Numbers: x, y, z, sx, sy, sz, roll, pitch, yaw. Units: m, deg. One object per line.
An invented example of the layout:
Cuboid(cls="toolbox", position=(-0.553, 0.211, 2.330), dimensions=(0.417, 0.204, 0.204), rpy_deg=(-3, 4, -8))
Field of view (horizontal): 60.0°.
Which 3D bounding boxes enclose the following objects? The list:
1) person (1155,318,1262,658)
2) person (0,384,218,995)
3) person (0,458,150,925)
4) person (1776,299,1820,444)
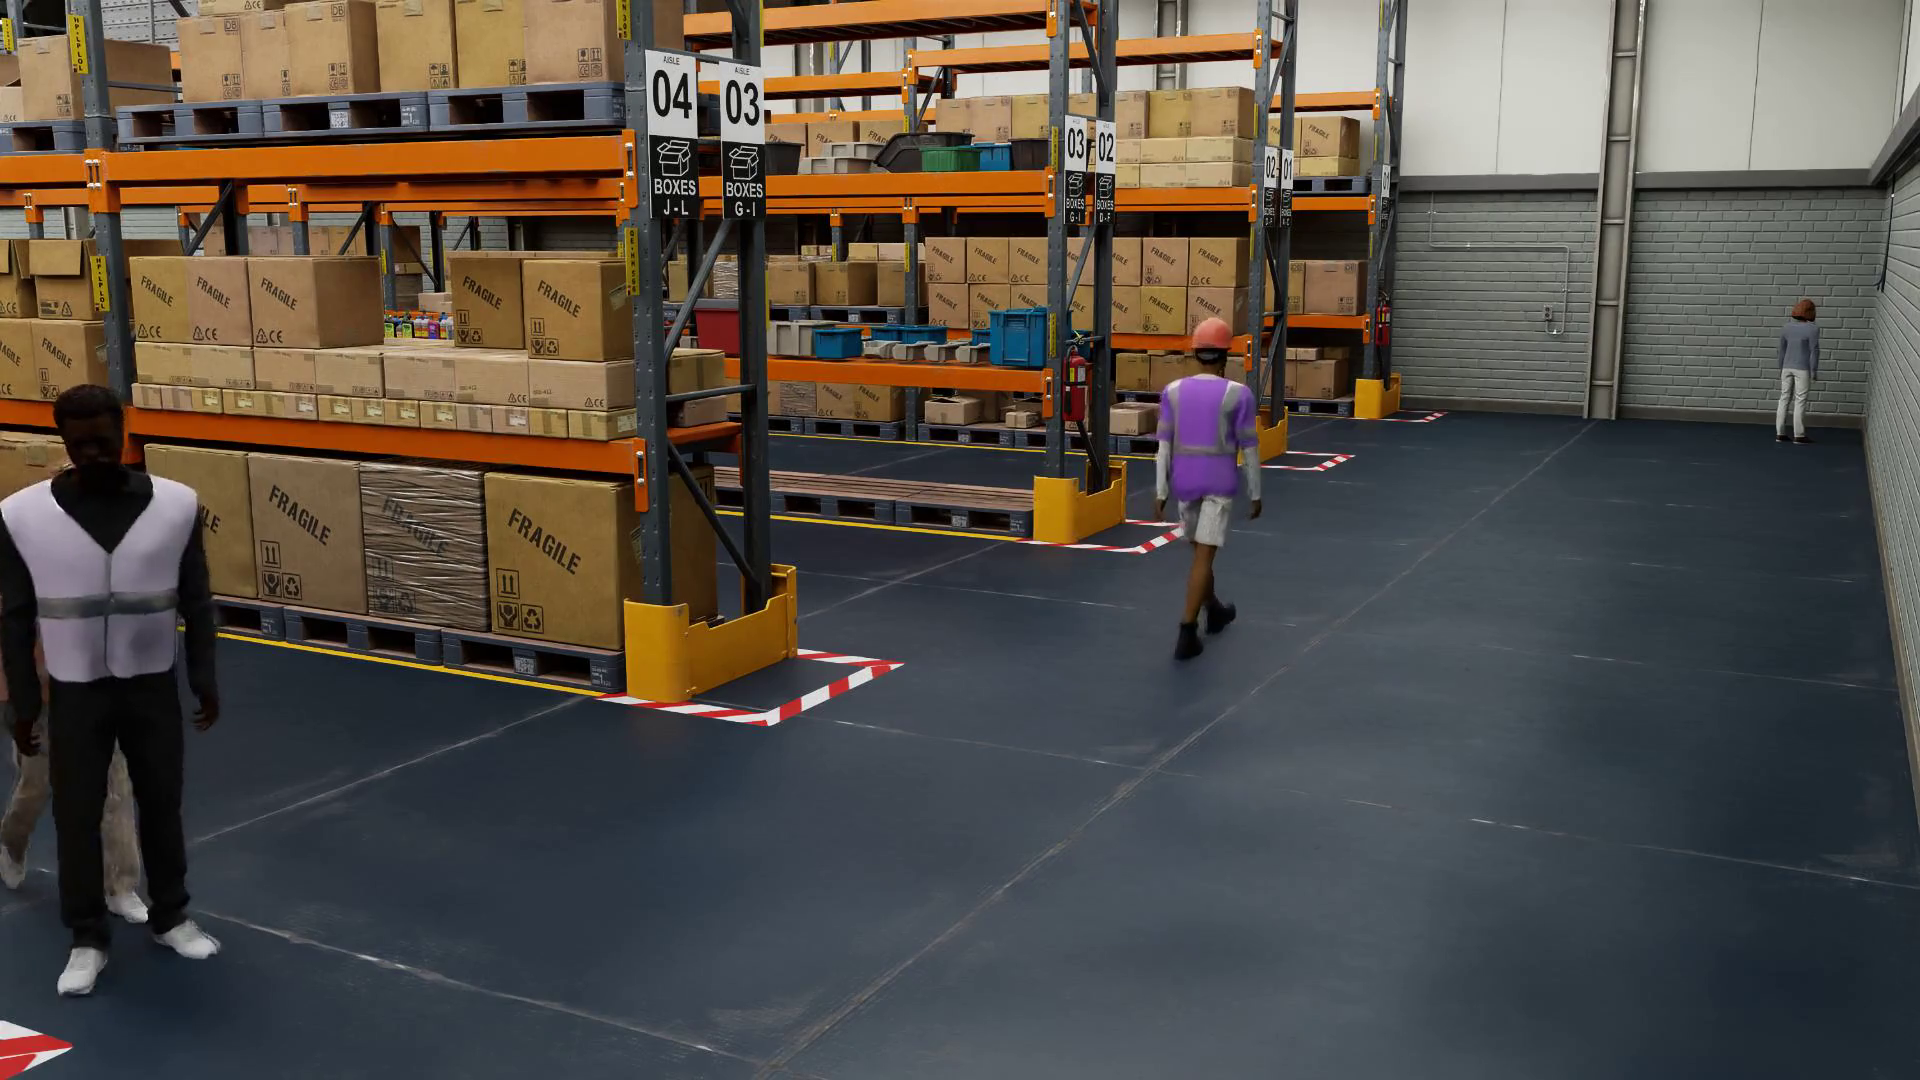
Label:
Cuboid(cls="person", position=(1.431, -0.316, 9.497), dimensions=(0.568, 1.883, 0.985), rpy_deg=(6, 12, 30))
Cuboid(cls="person", position=(-2.672, 0.454, 5.264), dimensions=(0.614, 1.904, 0.437), rpy_deg=(-7, 13, -34))
Cuboid(cls="person", position=(-3.108, 0.503, 5.773), dimensions=(0.723, 1.608, 0.535), rpy_deg=(9, 14, 40))
Cuboid(cls="person", position=(9.512, -1.913, 18.883), dimensions=(0.282, 1.633, 0.501), rpy_deg=(-5, 11, -24))
